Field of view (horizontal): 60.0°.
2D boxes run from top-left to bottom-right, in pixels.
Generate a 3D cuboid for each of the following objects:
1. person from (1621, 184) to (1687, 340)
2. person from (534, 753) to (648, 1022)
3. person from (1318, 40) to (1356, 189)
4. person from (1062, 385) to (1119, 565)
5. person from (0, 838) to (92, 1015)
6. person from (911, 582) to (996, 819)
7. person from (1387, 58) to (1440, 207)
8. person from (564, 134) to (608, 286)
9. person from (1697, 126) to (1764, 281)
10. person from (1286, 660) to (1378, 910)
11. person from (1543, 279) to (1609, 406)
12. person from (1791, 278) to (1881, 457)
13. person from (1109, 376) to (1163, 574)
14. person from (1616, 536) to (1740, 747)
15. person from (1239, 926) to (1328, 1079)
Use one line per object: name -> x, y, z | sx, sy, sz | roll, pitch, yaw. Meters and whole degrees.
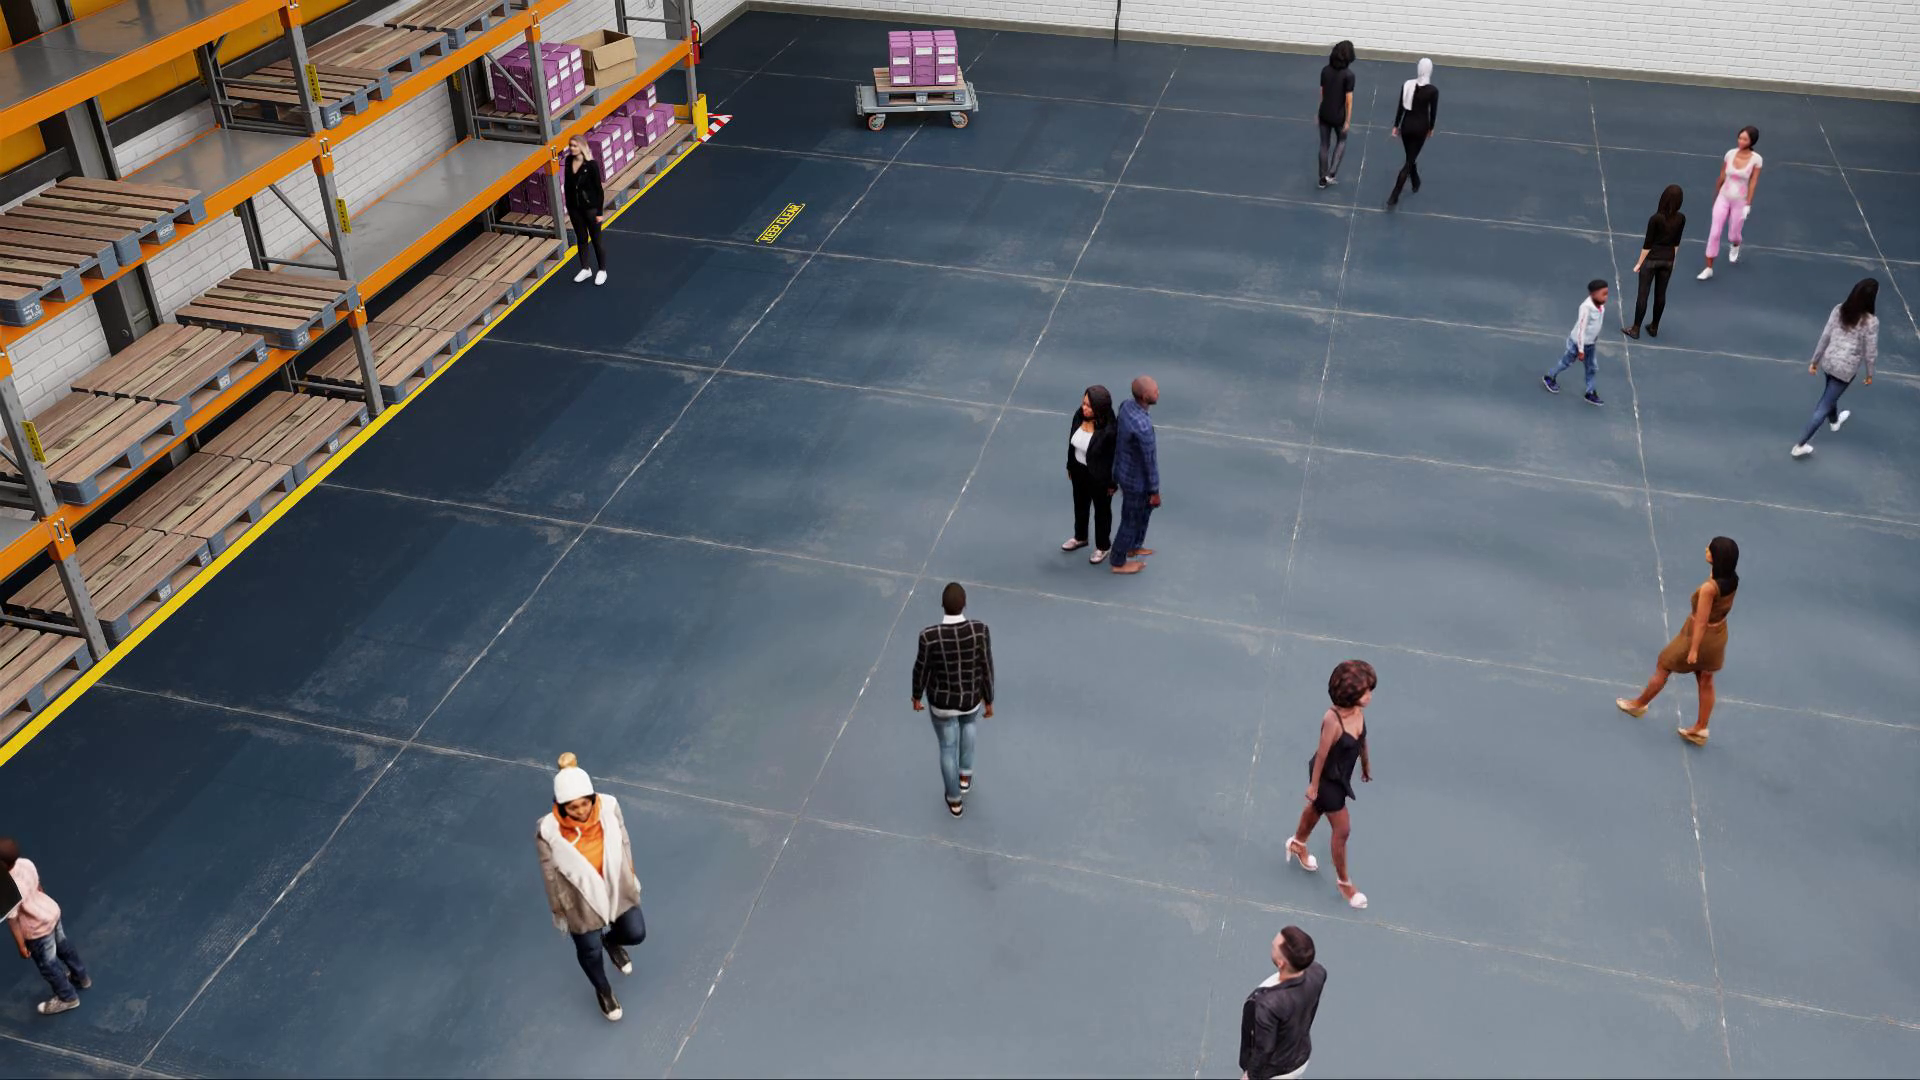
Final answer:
person -> 7.184, -2.861, 17.113 | 0.645, 1.642, 0.626 | -4, 34, -6
person -> -2.158, 1.948, 9.656 | 0.902, 1.886, 0.965 | -21, 39, -28
person -> 4.558, -5.216, 20.497 | 0.715, 1.818, 0.737 | 21, 39, 29
person -> 1.103, -0.561, 13.676 | 0.761, 1.616, 0.774 | 26, 42, 33
person -> -5.399, 2.234, 9.756 | 0.622, 1.301, 0.495 | -1, 34, -1
person -> -0.015, 1.112, 10.985 | 0.841, 1.809, 0.877 | -6, 34, -9
person -> 5.436, -4.840, 20.019 | 0.885, 1.721, 1.232 | 20, 38, 27
person -> -4.099, -3.634, 18.236 | 0.620, 1.685, 0.554 | 12, 35, 17
person -> 8.541, -3.717, 18.326 | 0.839, 1.723, 1.011 | 27, 42, 34
person -> 2.267, 1.461, 10.500 | 0.860, 1.764, 0.917 | 24, 40, 31
person -> 5.989, -1.953, 16.111 | 0.850, 1.239, 0.899 | -19, 38, -26
person -> 7.907, -1.526, 15.064 | 1.206, 1.685, 1.134 | -19, 38, -26
person -> 1.334, -0.511, 13.430 | 0.875, 1.804, 0.788 | -7, 34, -11
person -> 5.267, 0.757, 11.651 | 0.939, 1.662, 0.933 | -27, 42, -34
person -> 1.652, 2.682, 8.598 | 0.690, 1.836, 0.801 | -27, 42, -34
